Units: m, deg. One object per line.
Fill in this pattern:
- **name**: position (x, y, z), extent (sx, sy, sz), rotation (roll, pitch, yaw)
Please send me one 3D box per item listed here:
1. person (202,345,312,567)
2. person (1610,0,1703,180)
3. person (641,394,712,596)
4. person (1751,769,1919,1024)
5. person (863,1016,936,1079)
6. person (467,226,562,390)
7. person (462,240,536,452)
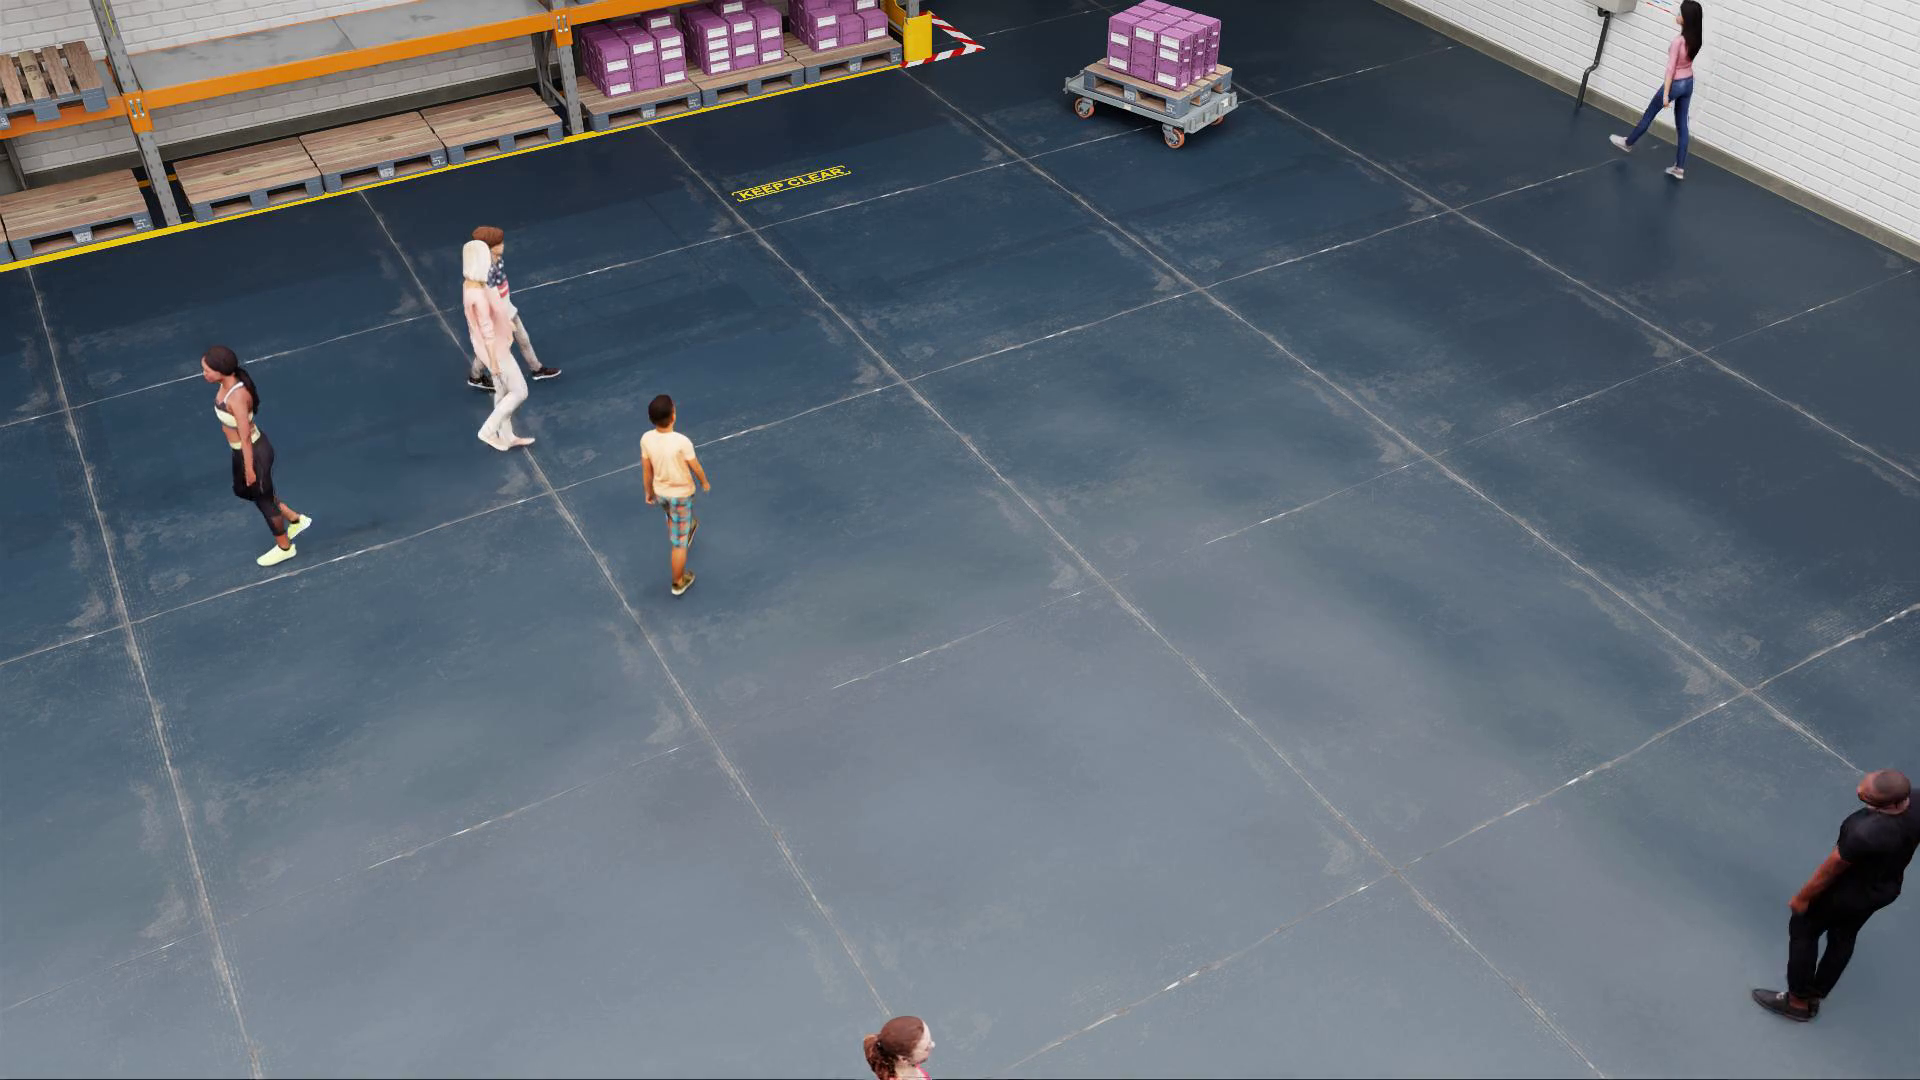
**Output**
- **person**: position (-4.747, -0.602, 11.363), extent (0.656, 1.746, 0.604), rotation (-17, 42, -20)
- **person**: position (6.964, -4.323, 16.058), extent (1.035, 1.701, 0.732), rotation (-17, 42, -20)
- **person**: position (-1.950, -0.271, 11.199), extent (0.911, 1.432, 0.990), rotation (12, 40, 14)
- **person**: position (4.507, 1.753, 8.382), extent (0.550, 1.786, 0.779), rotation (-4, 39, -5)
- **person**: position (-0.308, 2.677, 7.261), extent (0.808, 1.742, 0.716), rotation (-4, 39, -5)
- **person**: position (-3.715, -1.796, 13.128), extent (1.024, 1.409, 0.819), rotation (-1, 39, -2)
- **person**: position (-3.570, -1.403, 12.406), extent (0.677, 1.697, 0.632), rotation (-13, 40, -16)
